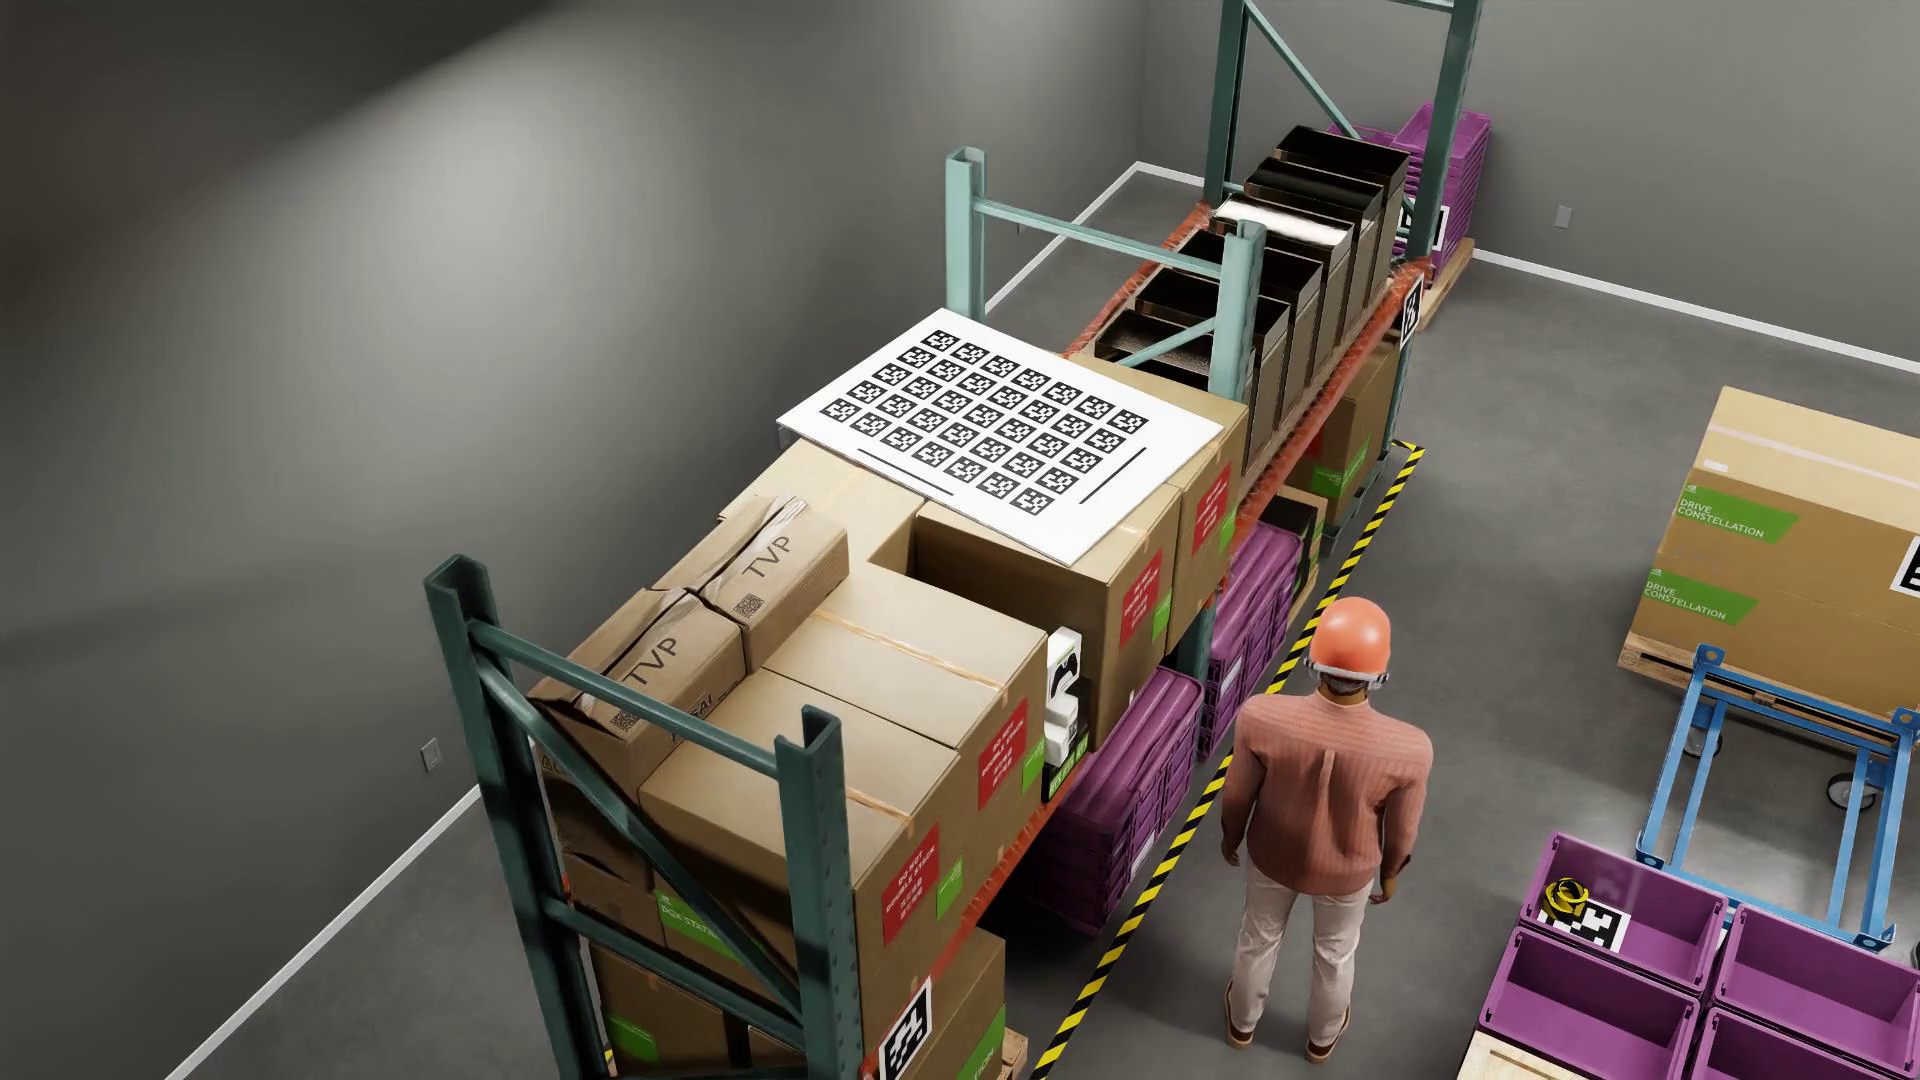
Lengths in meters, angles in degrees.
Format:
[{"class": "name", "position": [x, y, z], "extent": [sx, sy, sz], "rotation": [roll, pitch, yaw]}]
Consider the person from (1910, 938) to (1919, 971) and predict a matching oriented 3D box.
[{"class": "person", "position": [3.704, 0.942, 5.552], "extent": [0.588, 1.837, 0.403], "rotation": [23, 45, 25]}]

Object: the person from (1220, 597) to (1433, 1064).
[{"class": "person", "position": [1.142, 0.980, 5.387], "extent": [0.612, 1.991, 0.401], "rotation": [11, 41, 13]}]
